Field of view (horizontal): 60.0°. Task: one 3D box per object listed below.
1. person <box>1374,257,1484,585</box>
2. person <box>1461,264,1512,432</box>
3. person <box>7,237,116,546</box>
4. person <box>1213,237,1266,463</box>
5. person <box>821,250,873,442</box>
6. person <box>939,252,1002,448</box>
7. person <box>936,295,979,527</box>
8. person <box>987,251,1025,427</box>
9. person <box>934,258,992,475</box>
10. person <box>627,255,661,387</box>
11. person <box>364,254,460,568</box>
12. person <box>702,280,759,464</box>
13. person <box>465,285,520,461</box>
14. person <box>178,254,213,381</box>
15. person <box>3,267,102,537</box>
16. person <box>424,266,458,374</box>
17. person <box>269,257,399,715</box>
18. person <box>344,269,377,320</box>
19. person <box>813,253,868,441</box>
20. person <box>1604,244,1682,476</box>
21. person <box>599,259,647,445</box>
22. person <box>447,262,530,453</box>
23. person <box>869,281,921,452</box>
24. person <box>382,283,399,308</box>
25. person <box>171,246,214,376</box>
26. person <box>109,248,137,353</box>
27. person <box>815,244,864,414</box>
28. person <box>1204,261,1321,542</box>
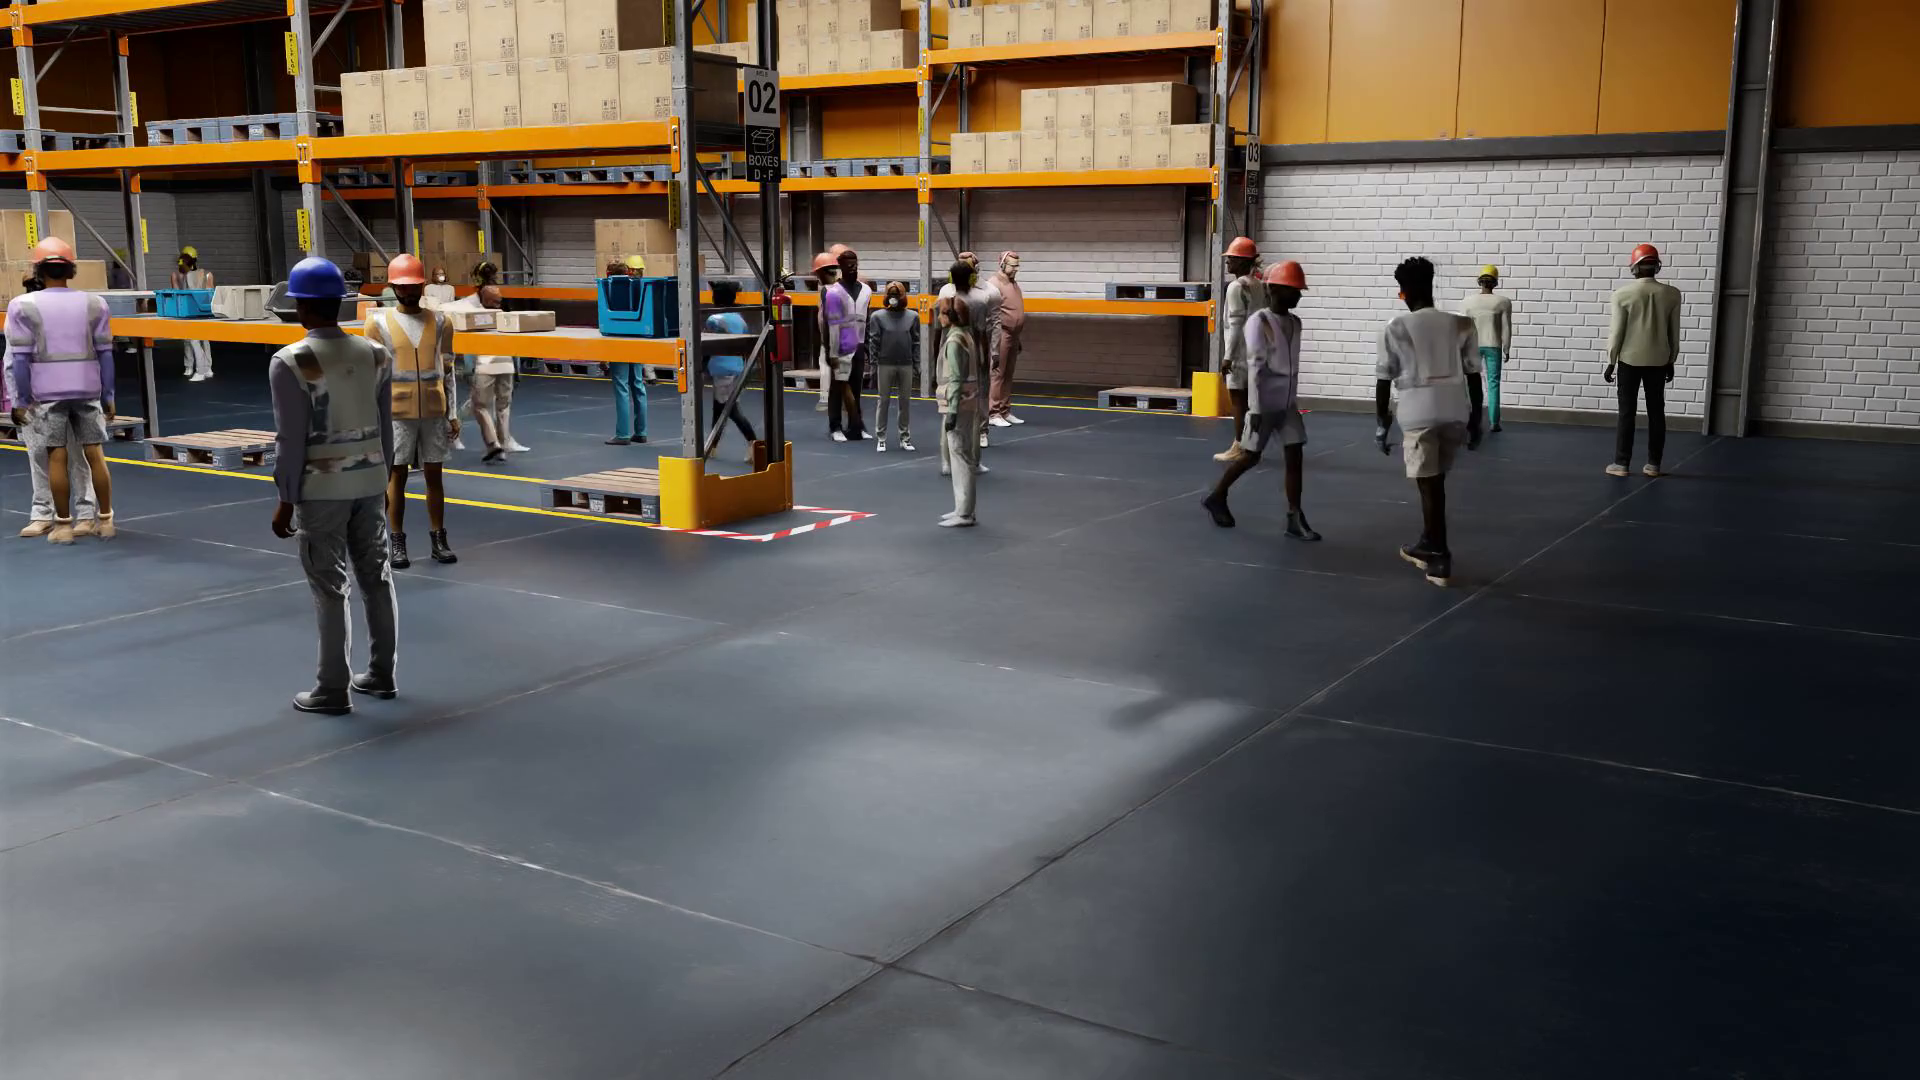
[{"bbox_3d":[2.789,-0.728,9.995,0.635,1.916,0.845,-2,10,-9],"label":"person"},{"bbox_3d":[5.557,-2.026,17.618,0.533,1.767,0.326,4,11,19],"label":"person"},{"bbox_3d":[-5.952,-0.981,11.066,0.613,2.040,0.395,-9,13,-40],"label":"person"},{"bbox_3d":[2.548,-1.724,15.162,0.361,2.048,0.611,6,12,30],"label":"person"},{"bbox_3d":[-1.136,-1.955,16.802,0.591,1.919,0.392,-9,14,-40],"label":"person"},{"bbox_3d":[0.074,-1.843,16.216,0.652,1.906,0.402,2,11,13],"label":"person"},{"bbox_3d":[-0.019,-0.910,11.793,0.310,1.636,0.522,1,10,7],"label":"person"},{"bbox_3d":[0.506,-2.192,18.167,0.405,1.902,0.636,5,11,27],"label":"person"},{"bbox_3d":[0.024,-1.485,14.338,0.523,1.868,0.314,3,11,17],"label":"person"},{"bbox_3d":[-4.434,-2.995,22.869,0.439,1.815,0.623,7,13,35],"label":"person"},{"bbox_3d":[-3.385,-0.797,10.332,0.551,1.936,0.356,-6,12,-31],"label":"person"},{"bbox_3d":[-2.104,-1.530,15.153,0.844,1.662,0.527,4,11,21],"label":"person"},{"bbox_3d":[-4.257,-1.521,15.233,0.531,1.614,0.468,-8,13,-37],"label":"person"},{"bbox_3d":[-11.061,-3.210,24.040,0.355,1.832,0.651,-6,12,-29],"label":"person"},{"bbox_3d":[-6.193,-0.935,11.363,0.624,1.845,0.430,0,10,-2],"label":"person"},{"bbox_3d":[-7.794,-3.292,24.998,0.286,1.633,0.499,9,14,42],"label":"person"},{"bbox_3d":[-2.683,-0.226,7.137,0.389,1.949,0.603,6,12,28],"label":"person"},{"bbox_3d":[-6.800,-2.202,18.783,0.316,1.695,0.542,5,11,25],"label":"person"},{"bbox_3d":[-1.193,-1.939,16.770,0.554,1.895,0.625,1,10,6],"label":"person"},{"bbox_3d":[5.851,-1.535,14.290,0.610,1.986,0.393,0,10,1],"label":"person"},{"bbox_3d":[-3.315,-1.851,16.451,0.390,1.838,0.563,7,13,35],"label":"person"},{"bbox_3d":[-4.603,-1.743,15.898,0.934,1.826,0.510,2,10,12],"label":"person"},{"bbox_3d":[-0.617,-1.656,15.936,0.507,1.632,0.275,-3,11,-17],"label":"person"},{"bbox_3d":[-8.169,-3.156,24.371,0.513,1.583,0.849,-5,11,-25],"label":"person"},{"bbox_3d":[-11.436,-3.411,24.841,0.594,1.926,0.367,-4,11,-22],"label":"person"},{"bbox_3d":[-14.933,-4.267,29.727,0.636,1.874,0.613,5,11,25],"label":"person"},{"bbox_3d":[-1.433,-2.474,19.527,0.630,1.973,0.689,-5,11,-26],"label":"person"},{"bbox_3d":[2.093,-0.970,11.444,0.552,1.892,0.963,-8,13,-37],"label":"person"}]
